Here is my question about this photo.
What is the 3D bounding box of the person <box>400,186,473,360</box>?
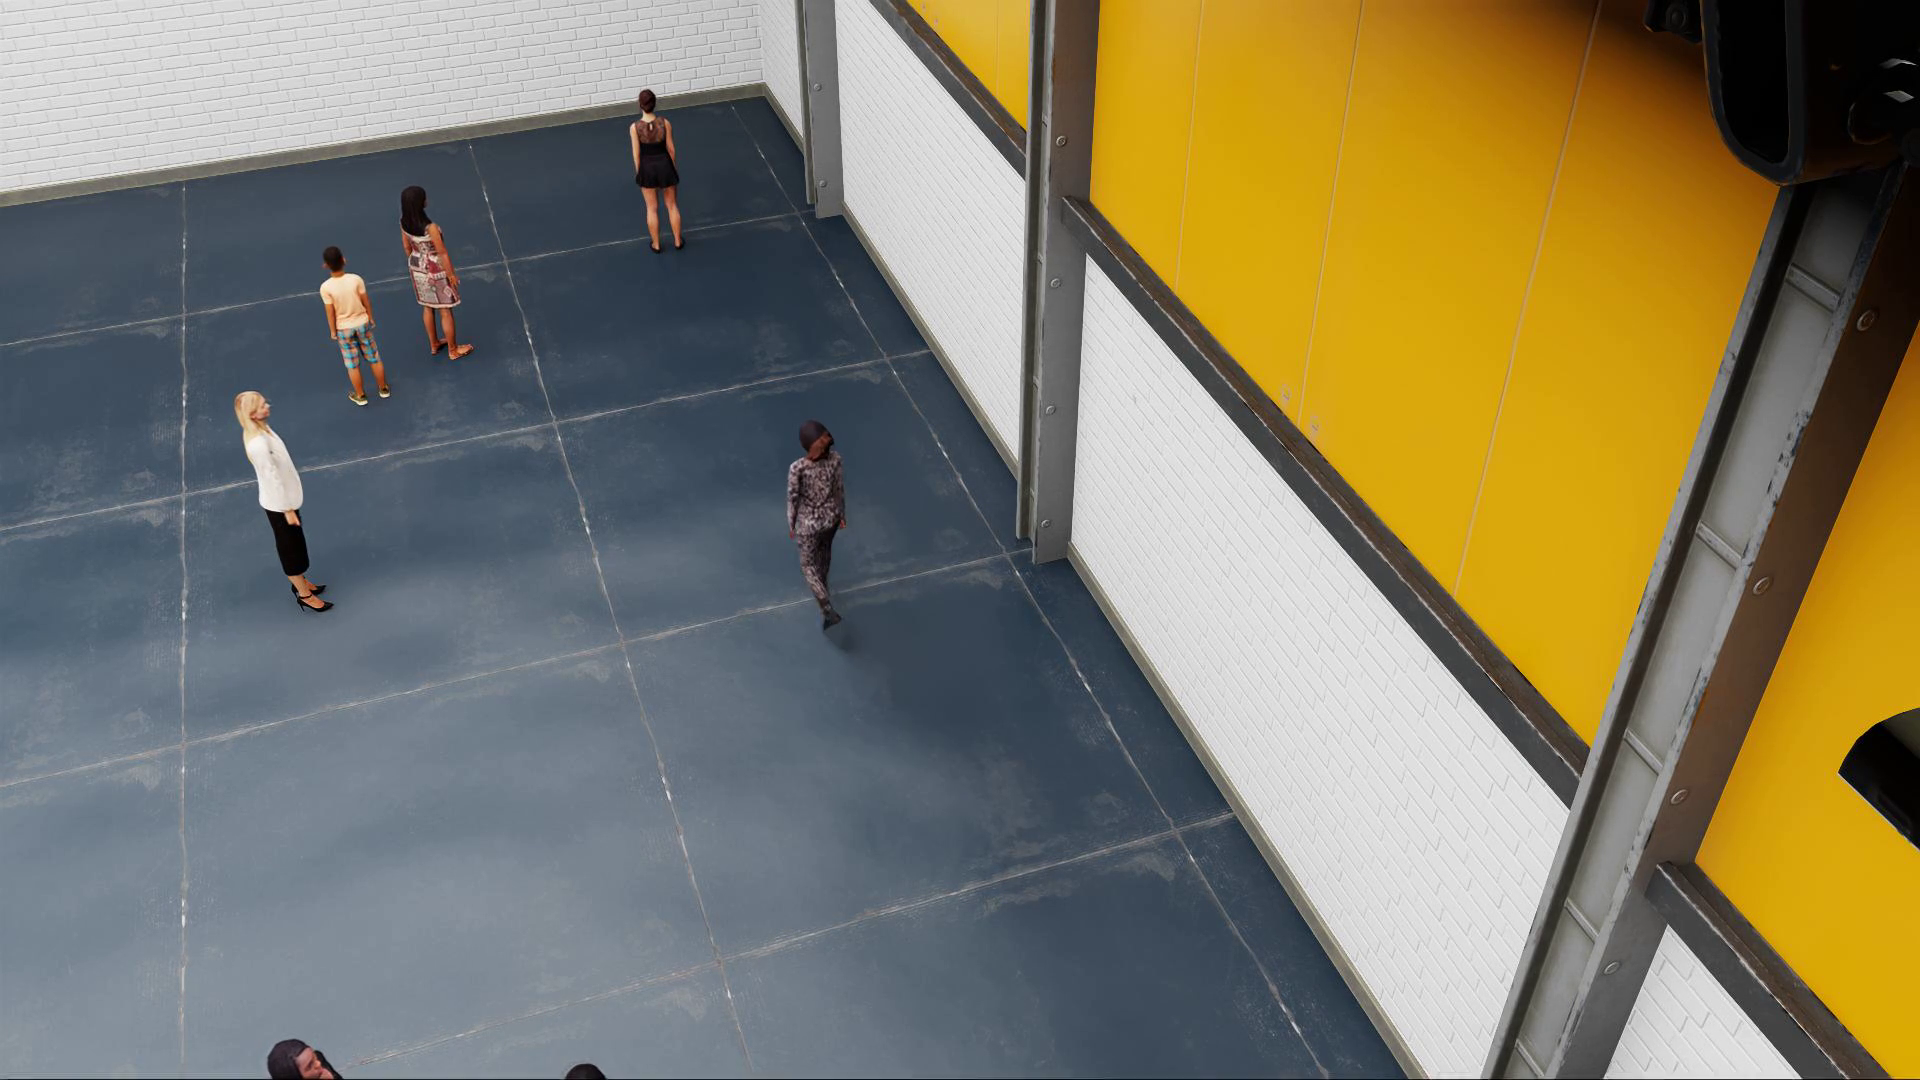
[{"bbox_3d":[-4.680,-2.362,14.682,0.708,1.646,0.778,18,42,21],"label":"person"}]

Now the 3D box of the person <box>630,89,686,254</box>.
[{"bbox_3d":[-2.963,-3.596,16.203,0.588,1.675,0.570,-10,40,-12],"label":"person"}]

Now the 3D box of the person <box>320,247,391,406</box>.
[{"bbox_3d":[-5.169,-1.826,14.158,0.573,1.461,0.557,-23,44,-26],"label":"person"}]

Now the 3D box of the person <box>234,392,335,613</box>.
[{"bbox_3d":[-4.847,-0.269,11.891,0.699,1.858,0.499,-18,42,-21],"label":"person"}]

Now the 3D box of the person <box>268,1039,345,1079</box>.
[{"bbox_3d":[-2.995,2.941,7.981,0.688,1.720,0.451,-10,40,-12],"label":"person"}]

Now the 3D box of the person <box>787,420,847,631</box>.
[{"bbox_3d":[-0.990,-0.092,11.798,0.657,1.697,1.011,-17,42,-20],"label":"person"}]
